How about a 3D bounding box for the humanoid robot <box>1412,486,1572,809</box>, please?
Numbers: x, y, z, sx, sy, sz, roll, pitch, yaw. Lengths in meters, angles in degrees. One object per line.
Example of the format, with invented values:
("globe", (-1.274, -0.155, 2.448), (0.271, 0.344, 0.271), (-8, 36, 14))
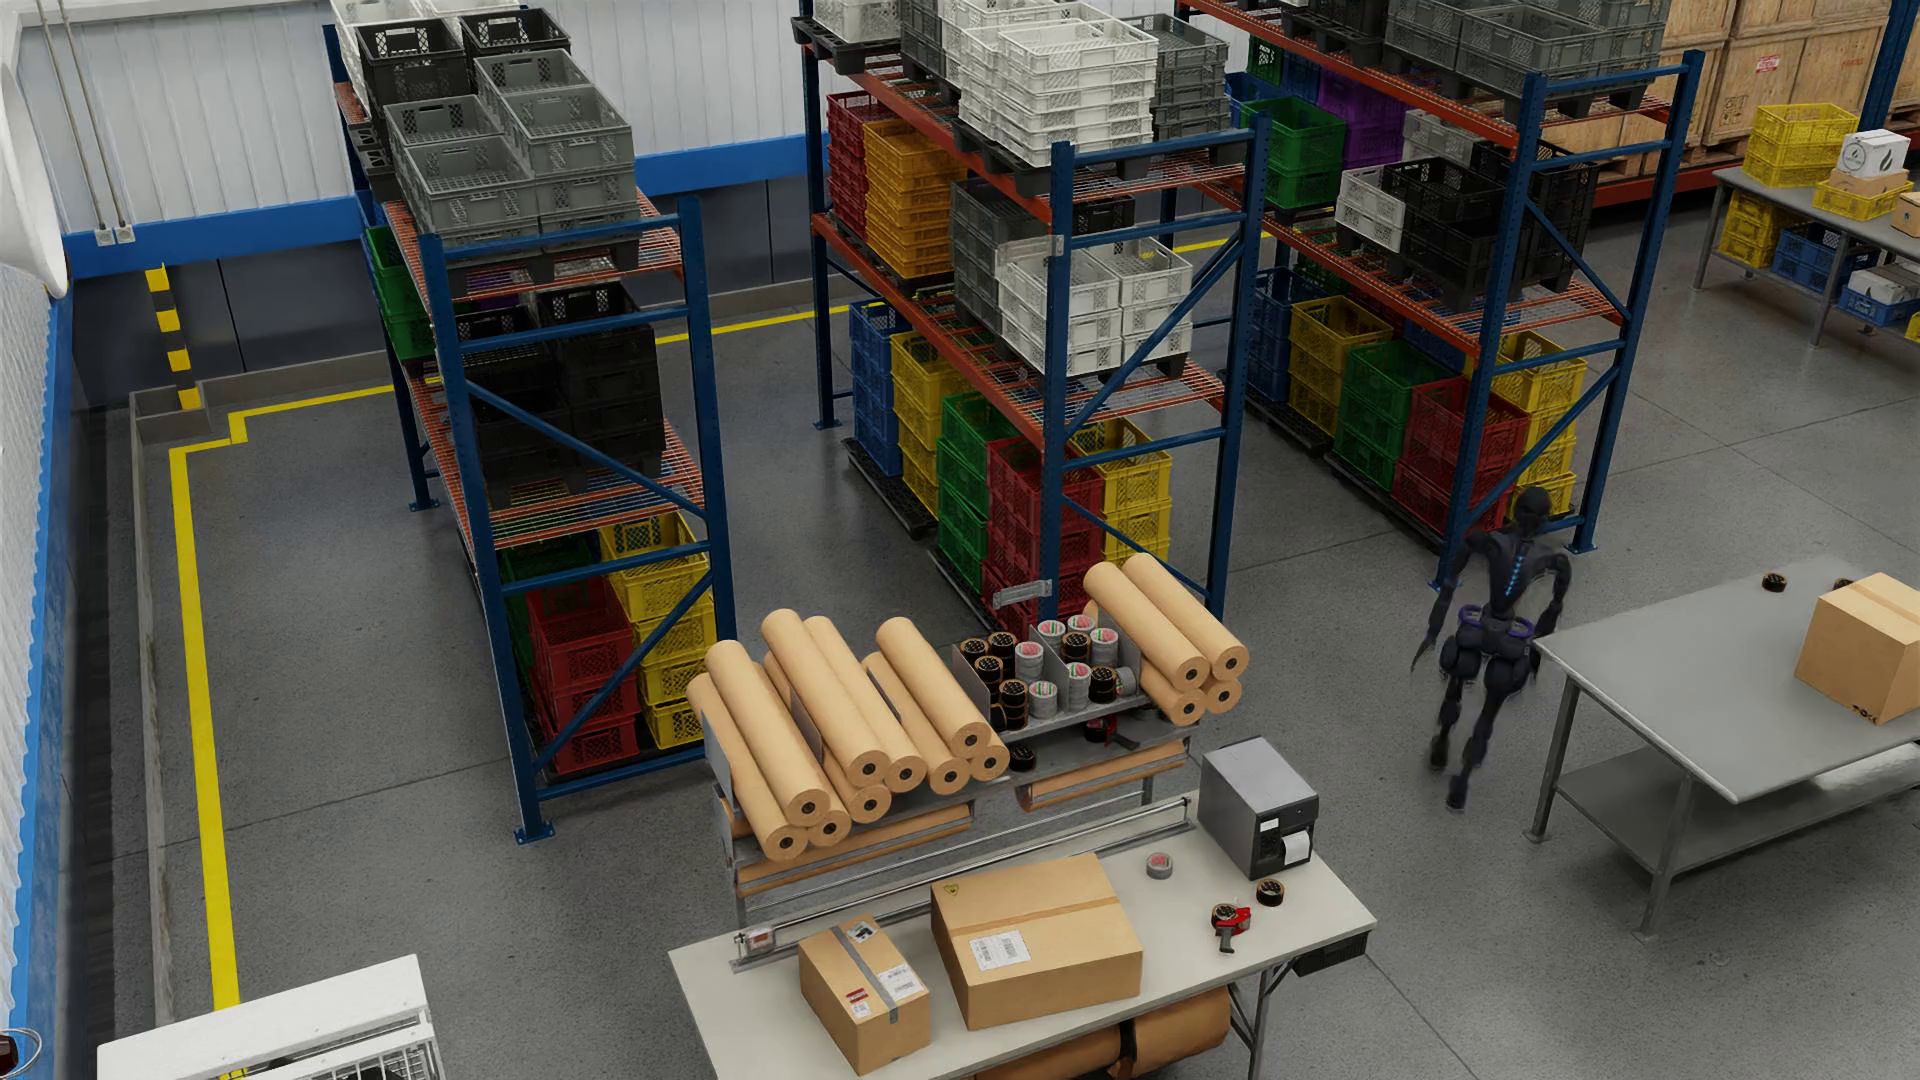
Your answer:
("humanoid robot", (2.491, 0.480, 7.867), (0.594, 1.625, 0.620), (13, 34, 20))
